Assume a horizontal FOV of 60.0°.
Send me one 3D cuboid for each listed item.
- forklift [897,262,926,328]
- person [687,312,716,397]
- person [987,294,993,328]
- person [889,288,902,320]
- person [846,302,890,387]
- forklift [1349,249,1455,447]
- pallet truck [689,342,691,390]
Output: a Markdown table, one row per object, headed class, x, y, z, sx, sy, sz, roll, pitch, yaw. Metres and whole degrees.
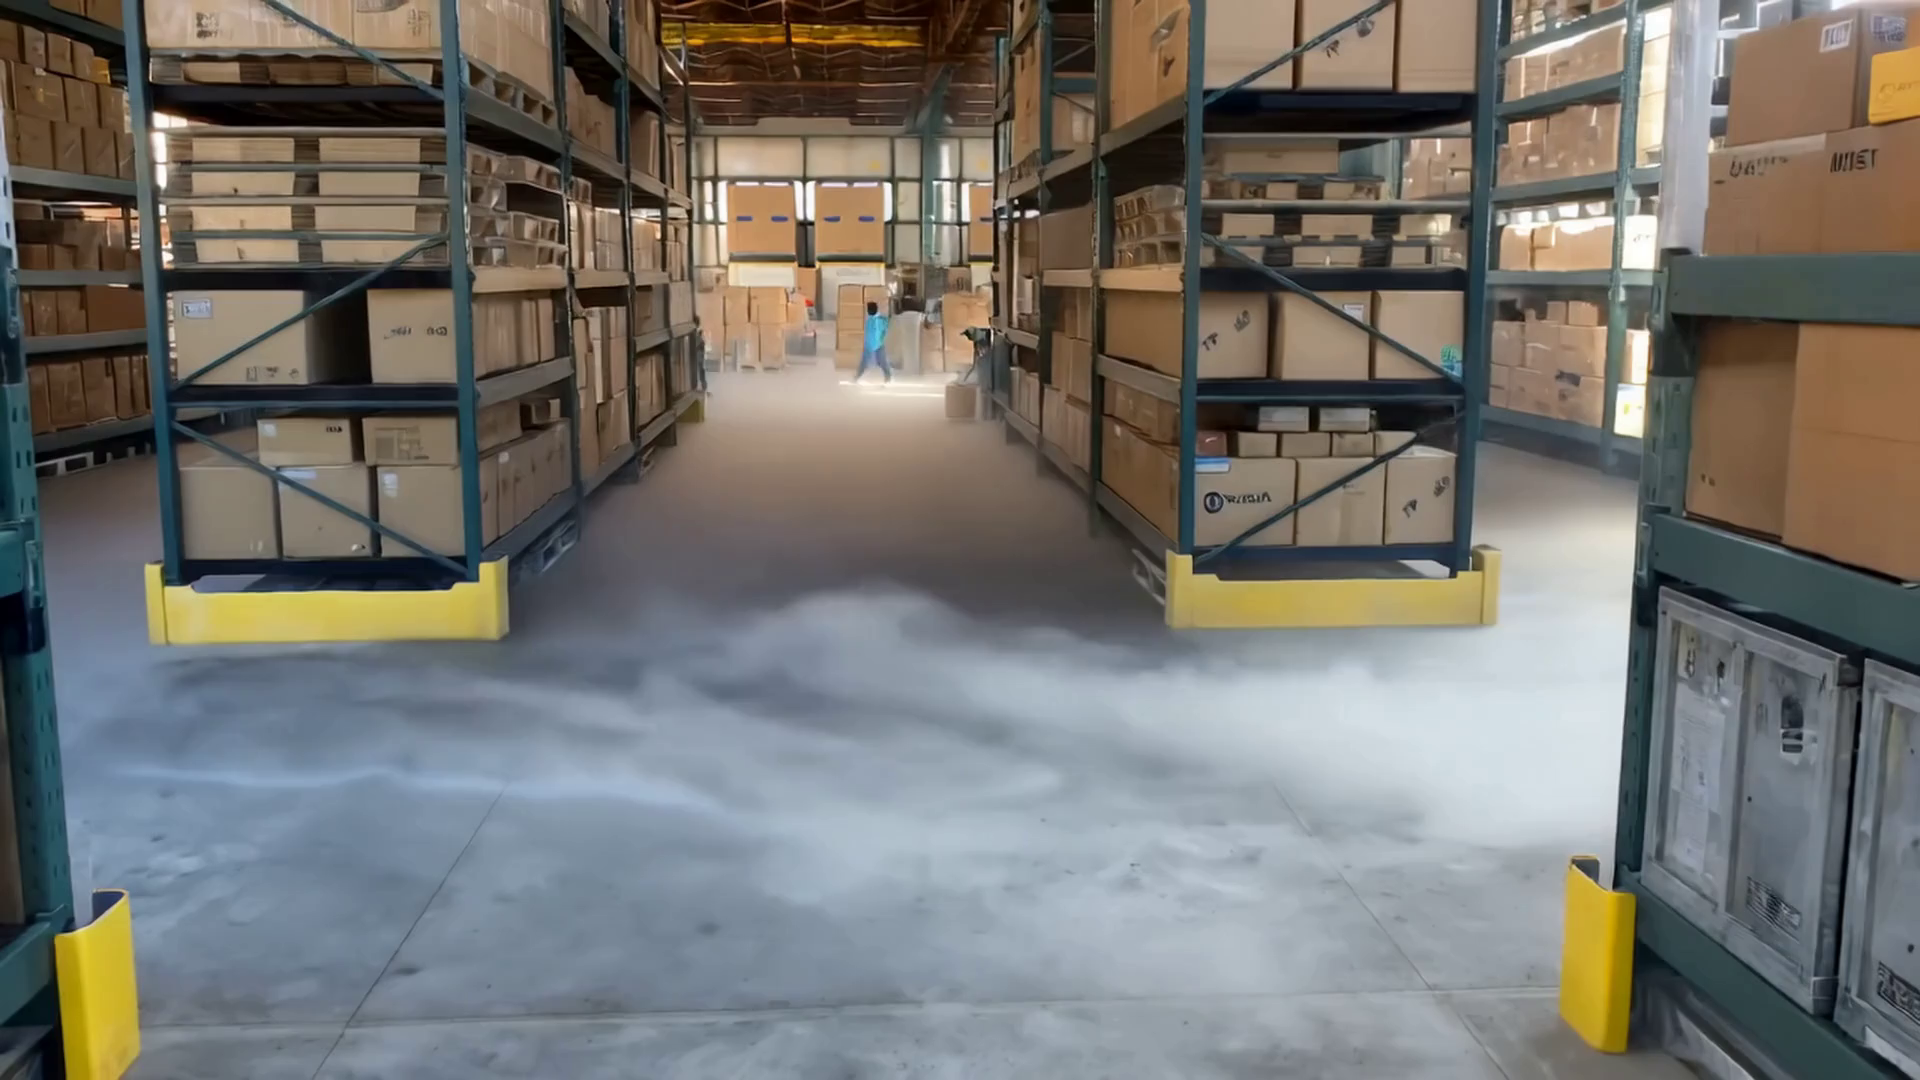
| class | x | y | z | sx | sy | sz | roll | pitch | yaw |
| --- | --- | --- | --- | --- | --- | --- | --- | --- | --- |
| forklift | -1.779 | -8.547 | 59.498 | 1.129 | 2.768 | 1.873 | -1 | 9 | -4 |
| person | -5.113 | -3.543 | 31.912 | 0.898 | 1.657 | 0.524 | -6 | 11 | -34 |
| person | 0.943 | -5.543 | 43.637 | 0.624 | 1.930 | 0.379 | 0 | 9 | -1 |
| person | -2.302 | -7.827 | 57.974 | 0.634 | 1.929 | 0.381 | 3 | 10 | 20 |
| person | -1.889 | -4.095 | 34.941 | 0.986 | 1.782 | 0.621 | -6 | 11 | -32 |
| forklift | 5.711 | -2.679 | 22.653 | 1.129 | 2.768 | 1.873 | -9 | 13 | -44 |
| pallet truck | -5.225 | -3.008 | 27.480 | 1.885 | 1.965 | 0.823 | 2 | 9 | 14 |
